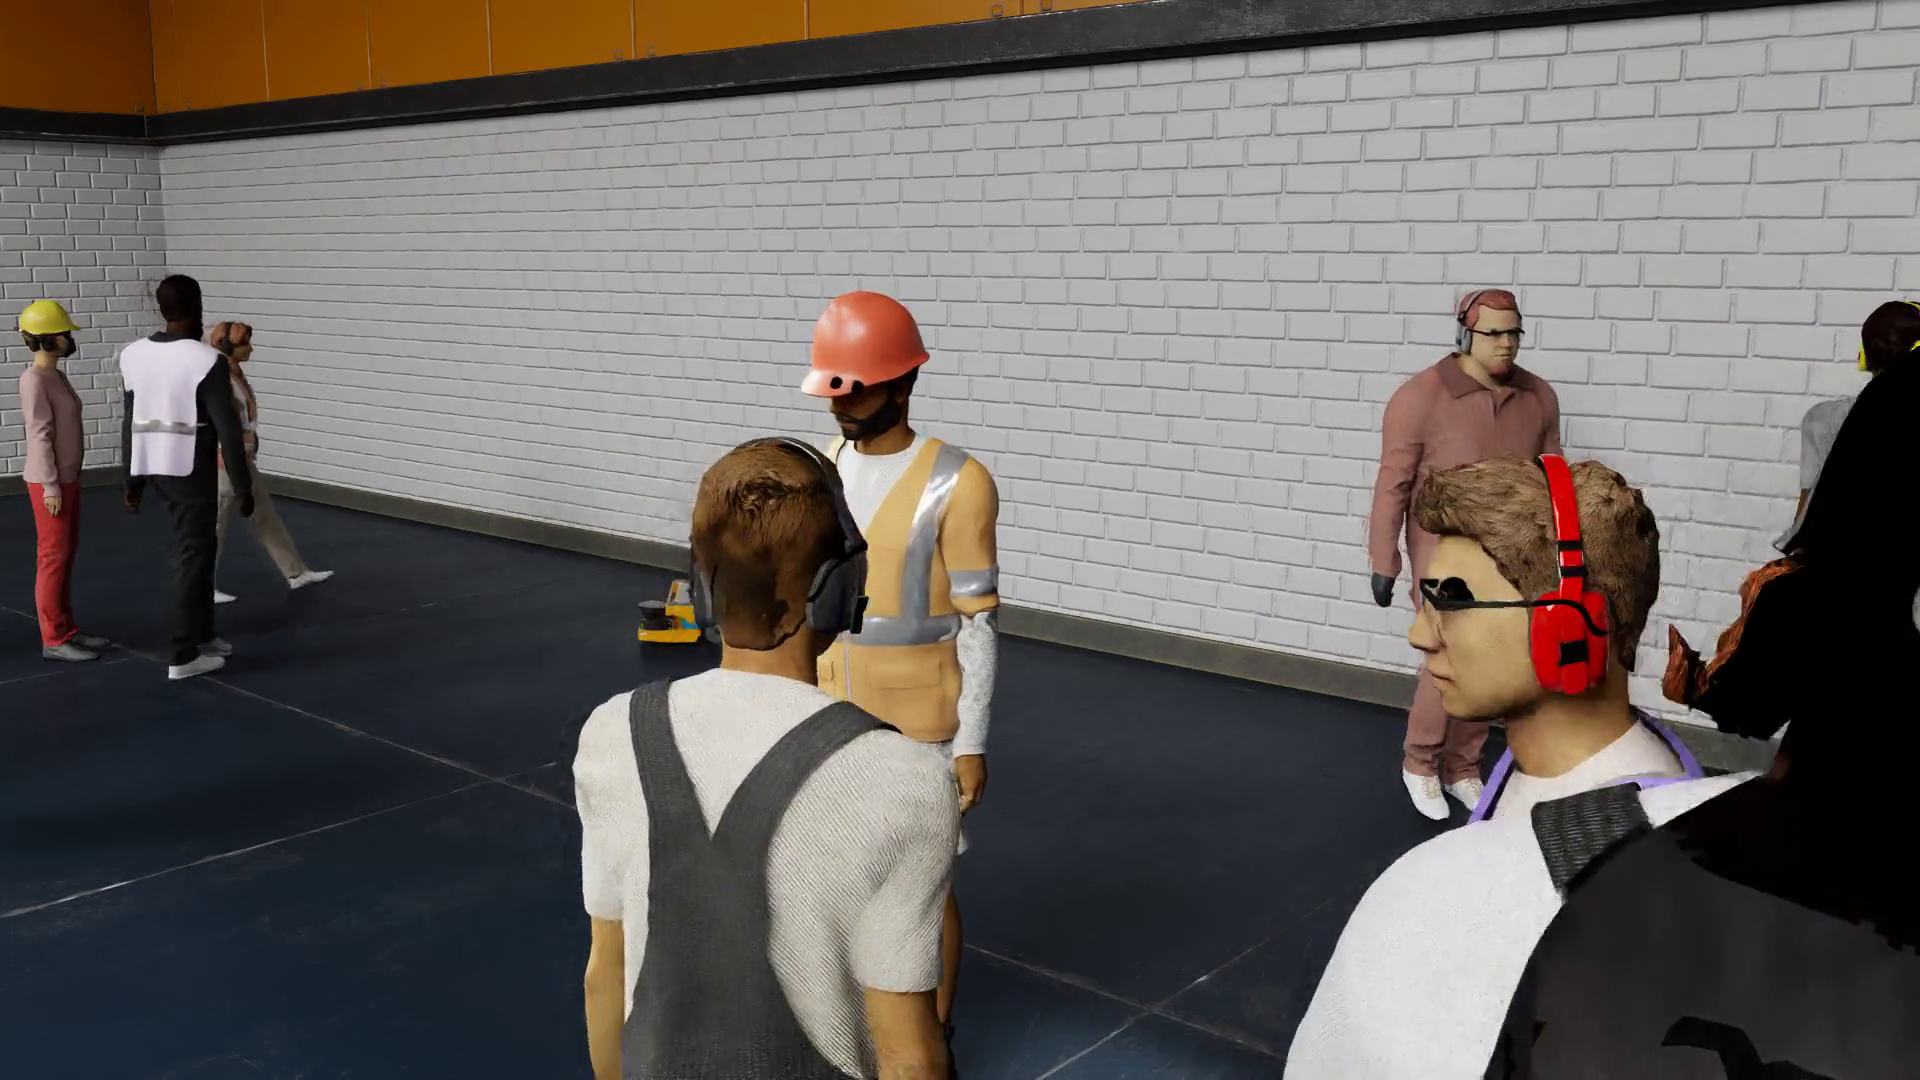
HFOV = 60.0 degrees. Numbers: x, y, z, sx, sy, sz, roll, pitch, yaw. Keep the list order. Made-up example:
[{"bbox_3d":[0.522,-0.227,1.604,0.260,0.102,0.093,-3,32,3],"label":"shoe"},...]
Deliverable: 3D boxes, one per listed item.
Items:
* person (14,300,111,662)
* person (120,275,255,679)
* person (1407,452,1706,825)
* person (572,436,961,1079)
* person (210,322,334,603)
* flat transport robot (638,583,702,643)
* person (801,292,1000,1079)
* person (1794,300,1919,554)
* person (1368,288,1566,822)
[{"bbox_3d":[-4.430,-0.289,8.200,0.307,1.770,0.533,-3,10,-17],"label":"person"},{"bbox_3d":[-3.627,-0.306,7.936,0.630,1.889,0.640,4,11,21],"label":"person"},{"bbox_3d":[0.625,0.819,1.739,0.435,1.828,0.561,3,10,17],"label":"person"},{"bbox_3d":[-0.259,0.788,1.966,0.513,1.818,0.879,4,11,21],"label":"person"},{"bbox_3d":[-4.046,-0.434,9.496,0.827,1.599,0.551,-2,10,-11],"label":"person"},{"bbox_3d":[-0.952,0.358,8.779,1.431,0.197,0.652,-1,10,-6],"label":"flat transport robot"},{"bbox_3d":[-0.185,0.404,3.807,0.545,1.927,0.385,5,11,28],"label":"person"},{"bbox_3d":[2.857,0.192,5.194,0.327,1.865,0.517,-8,13,-39],"label":"person"},{"bbox_3d":[1.800,0.068,5.846,0.685,1.886,0.480,-3,10,-17],"label":"person"}]
